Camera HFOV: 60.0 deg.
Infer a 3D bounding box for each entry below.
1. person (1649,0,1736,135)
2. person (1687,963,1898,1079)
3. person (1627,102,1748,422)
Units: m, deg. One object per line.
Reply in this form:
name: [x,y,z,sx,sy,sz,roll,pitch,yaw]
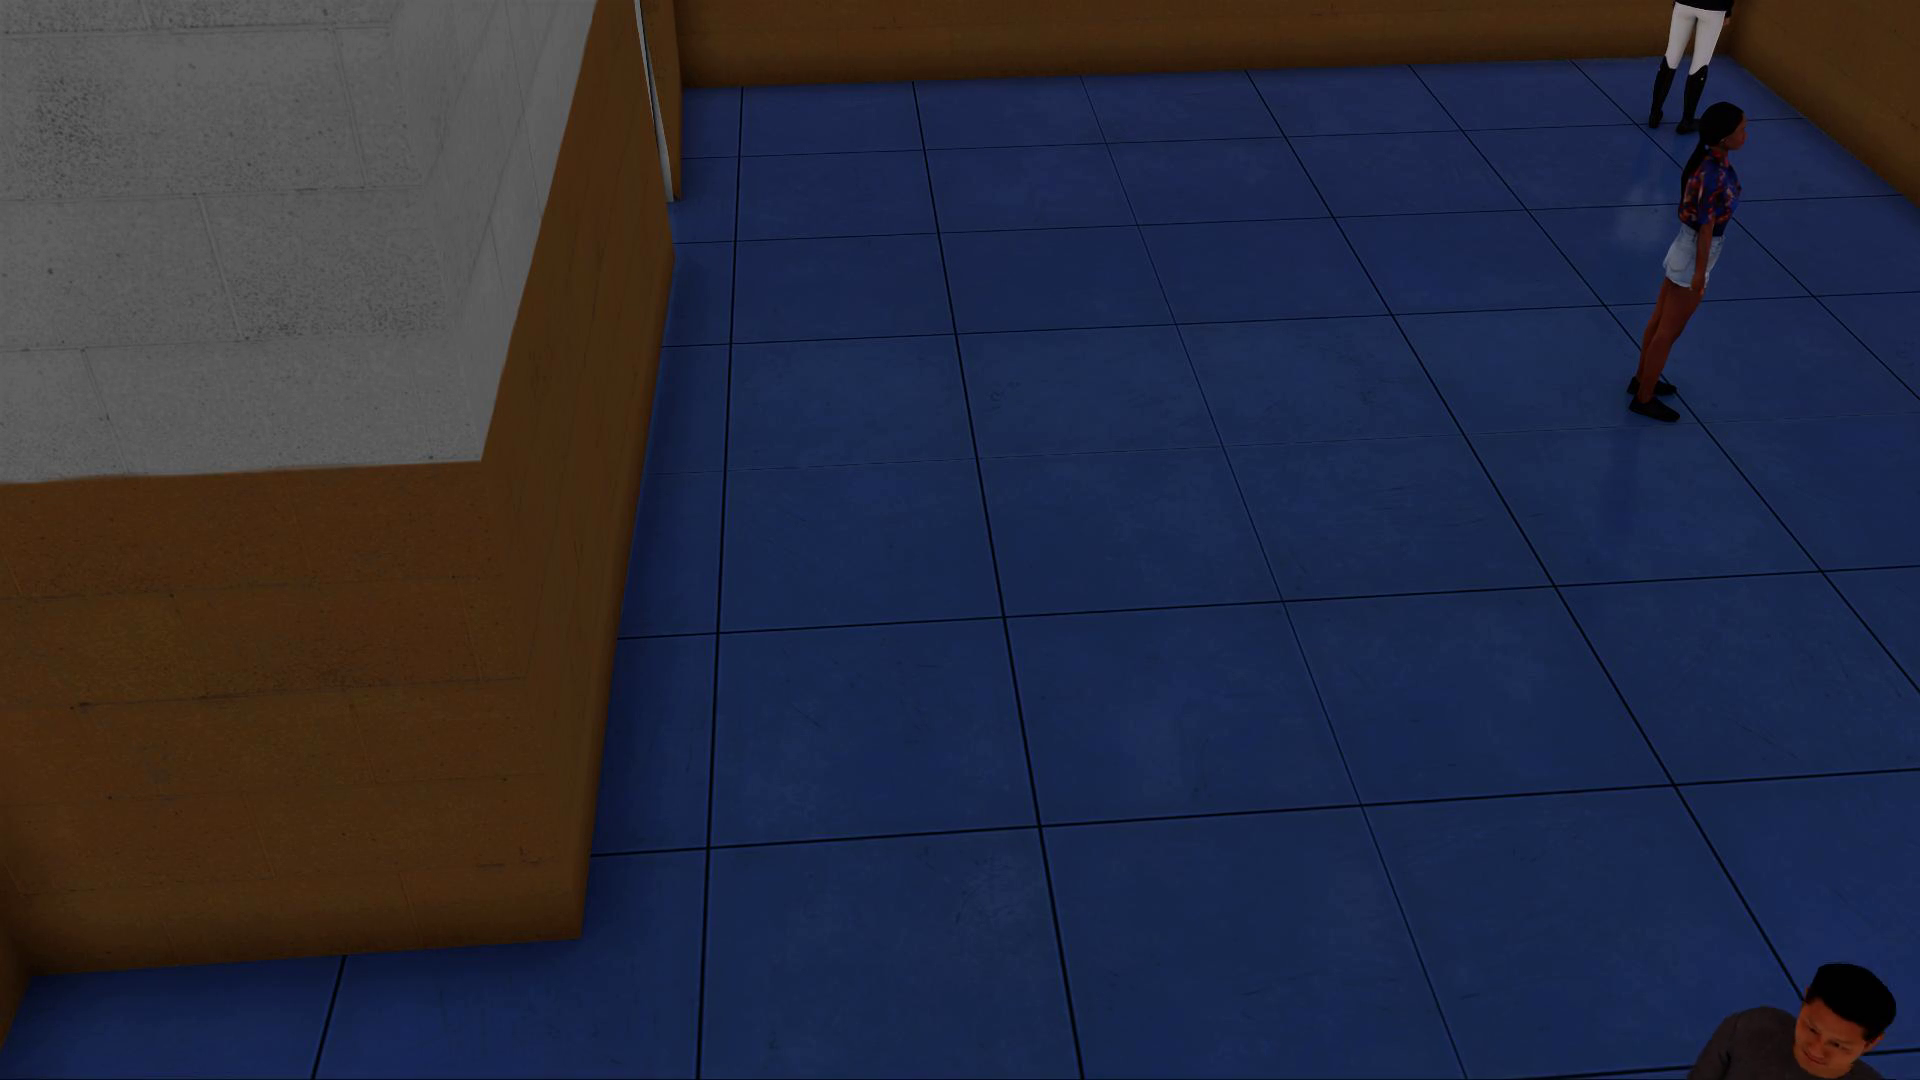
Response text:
person: [5.267,-3.765,11.838,0.662,1.729,0.723,27,44,31]
person: [2.191,1.712,4.530,0.816,1.759,0.779,-20,41,-25]
person: [3.845,-1.471,8.785,0.628,1.743,0.652,9,38,12]
